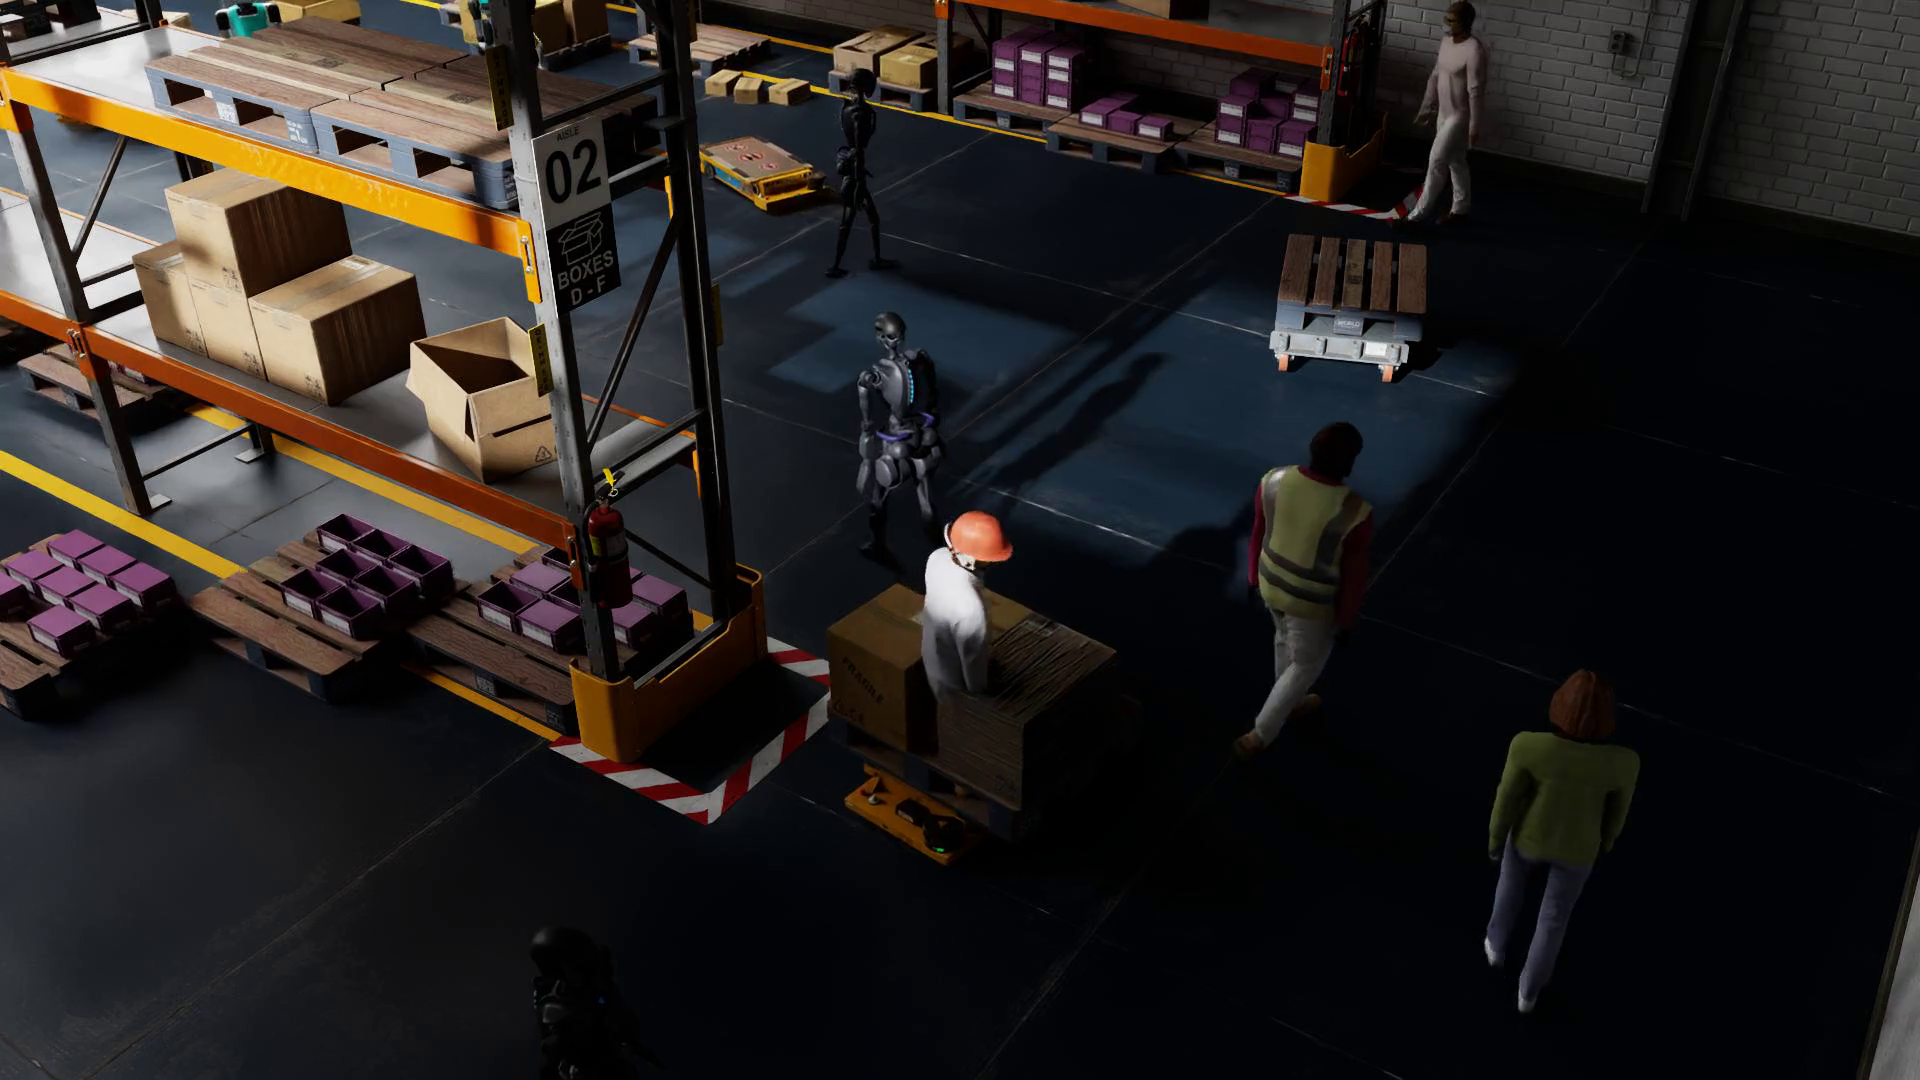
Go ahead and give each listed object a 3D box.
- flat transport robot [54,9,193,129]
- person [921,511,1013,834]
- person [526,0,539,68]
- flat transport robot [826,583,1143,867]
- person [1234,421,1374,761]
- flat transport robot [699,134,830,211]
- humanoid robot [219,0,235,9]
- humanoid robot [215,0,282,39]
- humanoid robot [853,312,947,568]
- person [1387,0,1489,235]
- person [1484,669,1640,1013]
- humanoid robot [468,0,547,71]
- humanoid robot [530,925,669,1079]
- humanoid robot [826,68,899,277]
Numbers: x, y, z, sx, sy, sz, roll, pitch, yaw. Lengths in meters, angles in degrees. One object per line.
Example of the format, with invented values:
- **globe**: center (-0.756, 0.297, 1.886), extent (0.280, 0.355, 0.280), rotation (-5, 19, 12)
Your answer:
- **flat transport robot**: center (-8.077, -4.243, 16.395), extent (1.431, 0.231, 0.659), rotation (6, 34, 9)
- **person**: center (0.018, 0.593, 7.624), extent (0.384, 1.726, 0.595), rotation (-10, 34, -14)
- **person**: center (-3.954, -4.275, 14.917), extent (0.436, 1.942, 0.487), rotation (5, 33, 8)
- **flat transport robot**: center (0.152, 1.043, 8.269), extent (0.659, 0.231, 1.431), rotation (25, 40, 33)
- **person**: center (1.622, 0.281, 8.037), extent (0.754, 1.807, 0.638), rotation (-25, 40, -33)
- **flat transport robot**: center (-1.823, -3.326, 14.985), extent (0.659, 0.231, 1.431), rotation (-21, 39, -29)
- **humanoid robot**: center (-8.493, -6.741, 18.977), extent (0.542, 1.872, 0.765), rotation (-26, 41, -34)
- **humanoid robot**: center (-6.013, -3.839, 14.506), extent (0.539, 1.873, 0.728), rotation (-16, 36, -23)
- **humanoid robot**: center (-0.338, -0.540, 9.443), extent (0.613, 1.621, 0.740), rotation (-26, 41, -34)
- **person**: center (3.970, -3.456, 13.676), extent (0.894, 1.908, 0.664), rotation (-5, 33, -8)
- **person**: center (2.419, 1.201, 6.785), extent (0.507, 1.619, 0.550), rotation (12, 35, 17)
- **humanoid robot**: center (-4.311, -4.848, 16.013), extent (0.754, 1.818, 0.540), rotation (22, 39, 30)
- **humanoid robot**: center (-1.216, 1.898, 5.665), extent (0.365, 1.653, 0.597), rotation (5, 33, 8)
- **humanoid robot**: center (-0.776, -2.861, 12.989), extent (0.626, 1.632, 0.612), rotation (-3, 33, -4)
